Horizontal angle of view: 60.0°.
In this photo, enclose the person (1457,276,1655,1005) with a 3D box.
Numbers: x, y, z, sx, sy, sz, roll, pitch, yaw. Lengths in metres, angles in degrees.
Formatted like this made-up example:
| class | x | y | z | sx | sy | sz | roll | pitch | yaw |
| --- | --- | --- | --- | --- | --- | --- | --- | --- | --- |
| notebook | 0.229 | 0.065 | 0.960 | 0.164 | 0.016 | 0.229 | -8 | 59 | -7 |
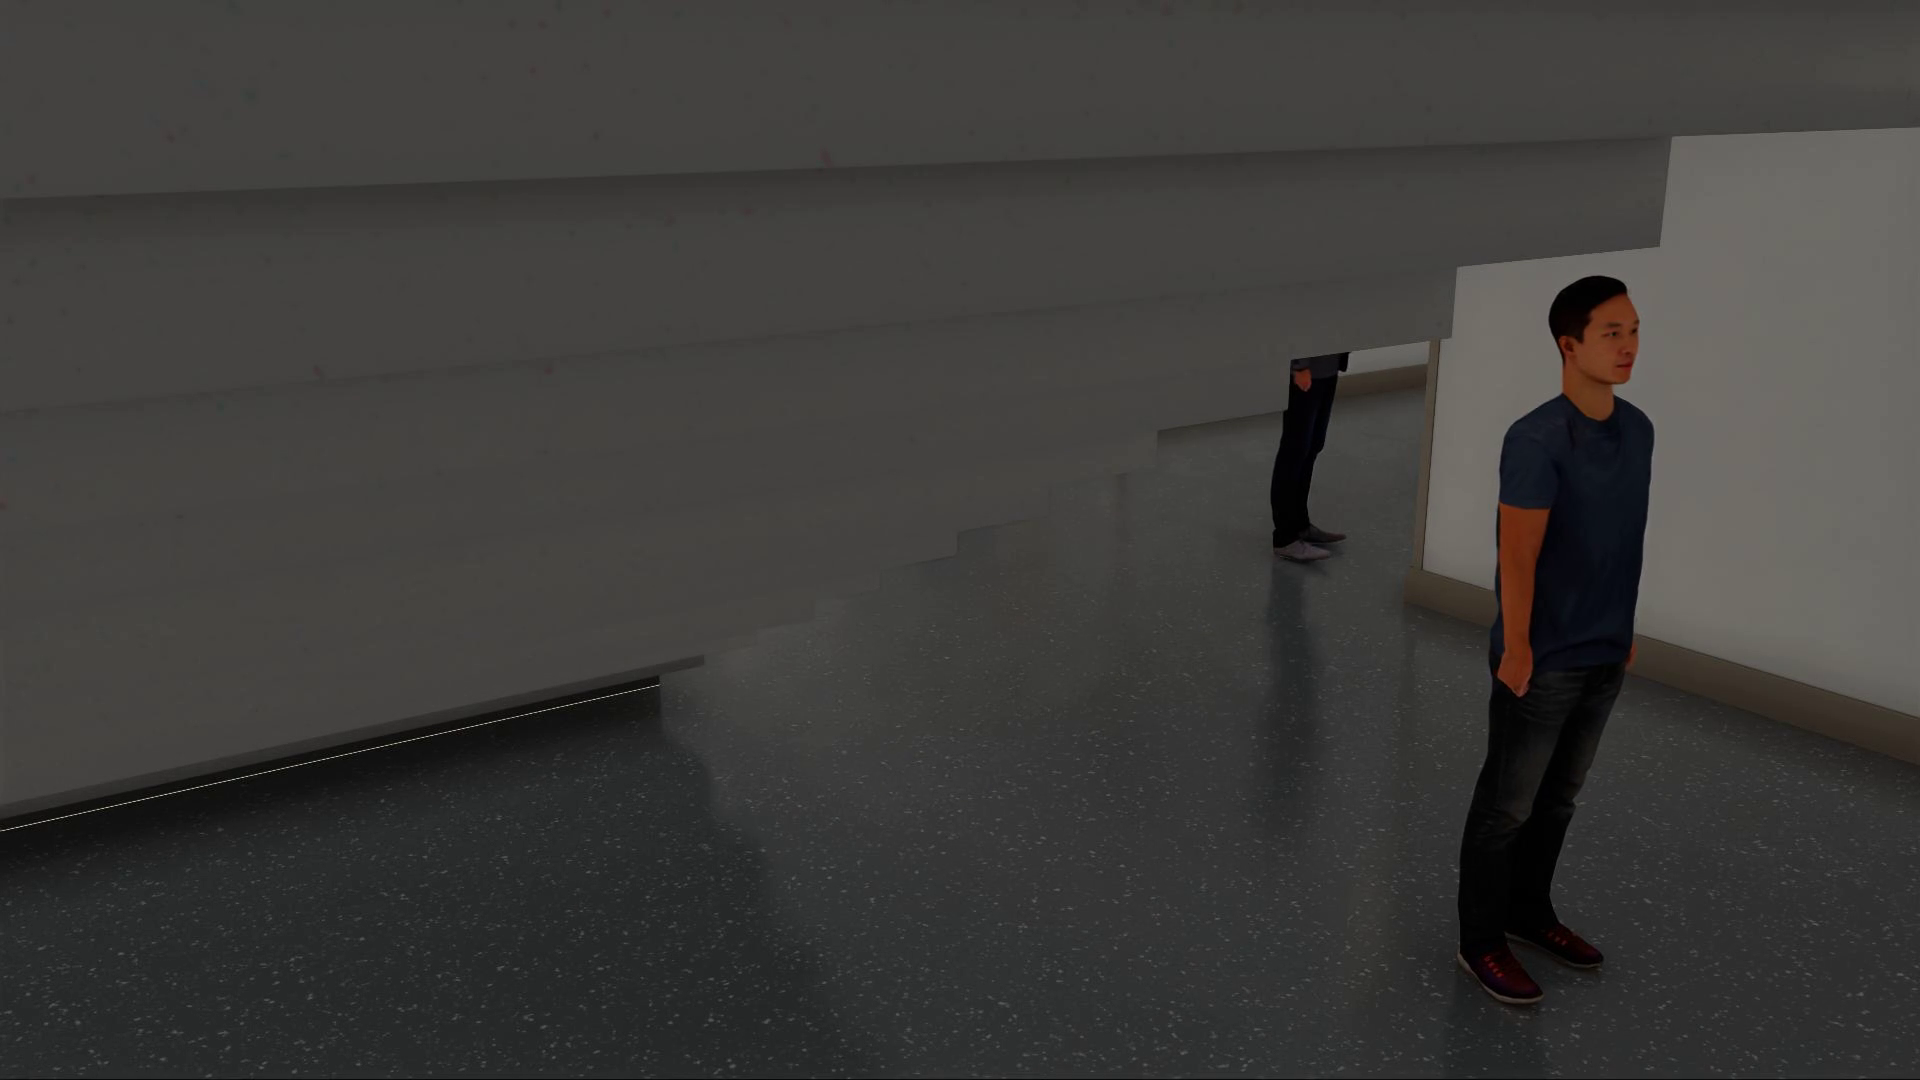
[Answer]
| class | x | y | z | sx | sy | sz | roll | pitch | yaw |
| --- | --- | --- | --- | --- | --- | --- | --- | --- | --- |
| person | 1.492 | 0.244 | 4.174 | 0.641 | 1.810 | 0.528 | -11 | 19 | -33 |
